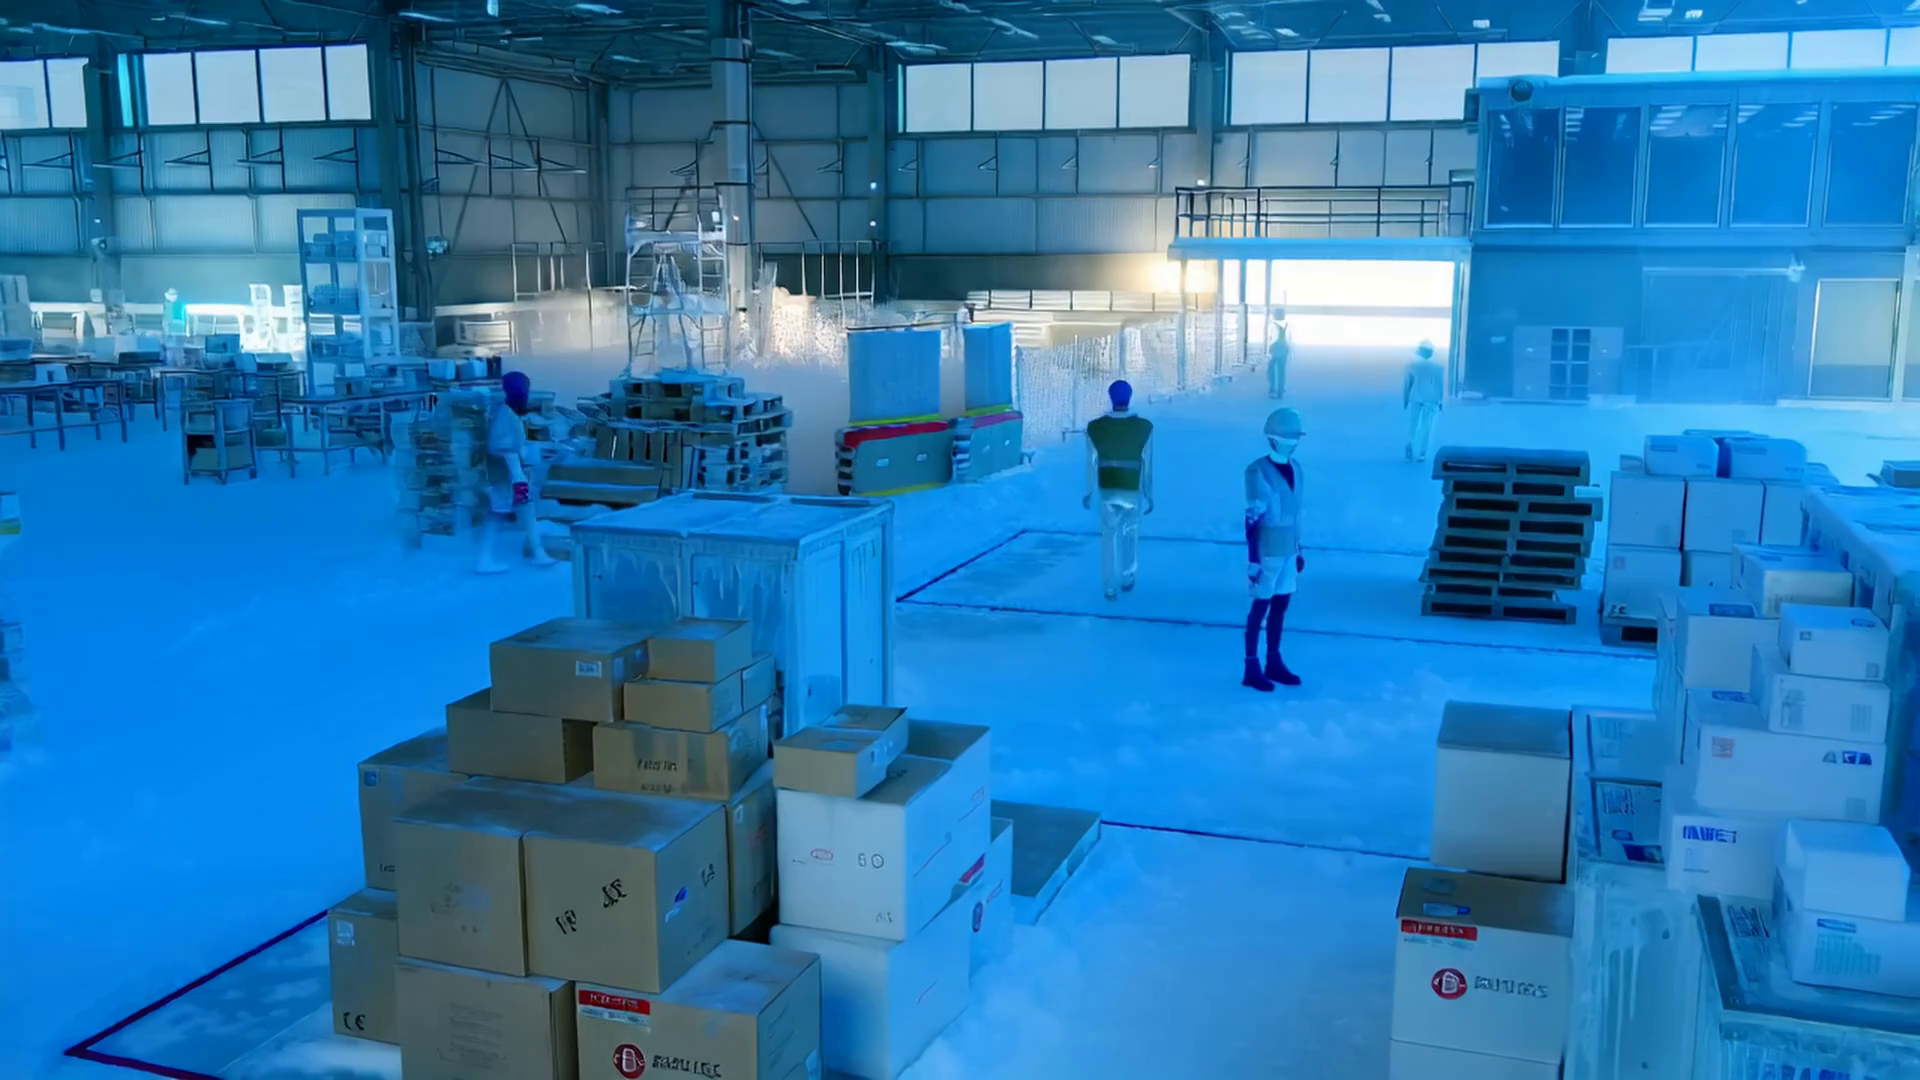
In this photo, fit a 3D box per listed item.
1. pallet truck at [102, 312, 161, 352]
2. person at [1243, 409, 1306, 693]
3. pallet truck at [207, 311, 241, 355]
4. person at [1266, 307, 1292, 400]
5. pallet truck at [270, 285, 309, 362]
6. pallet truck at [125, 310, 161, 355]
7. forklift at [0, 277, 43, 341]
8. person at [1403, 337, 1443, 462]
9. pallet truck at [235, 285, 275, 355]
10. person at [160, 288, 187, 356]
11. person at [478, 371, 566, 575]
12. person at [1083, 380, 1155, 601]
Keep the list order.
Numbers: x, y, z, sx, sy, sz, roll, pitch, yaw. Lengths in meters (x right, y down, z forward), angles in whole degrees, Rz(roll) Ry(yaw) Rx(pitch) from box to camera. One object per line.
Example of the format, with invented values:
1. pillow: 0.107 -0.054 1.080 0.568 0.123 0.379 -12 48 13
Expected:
1. pallet truck: -23.057 -5.777 46.261 0.680 1.201 1.601 3 11 19
2. person: 2.176 0.067 11.355 0.552 1.935 0.370 -9 13 -40
3. pallet truck: -19.537 -5.575 44.913 0.653 1.274 1.630 3 11 19
4. person: 6.262 -3.666 32.682 0.515 1.825 0.424 -2 10 -14
5. pallet truck: -17.147 -5.700 43.663 0.823 1.965 1.885 3 11 17
6. pallet truck: -22.038 -5.665 45.457 0.704 1.261 1.522 3 11 17
7. forklift: -27.151 -6.329 46.328 1.157 1.987 2.680 3 11 17
8. person: 6.465 -1.951 23.232 0.533 1.752 0.406 5 11 27
9. pallet truck: -18.327 -5.835 44.421 0.823 1.965 1.885 4 11 23
10. person: -18.510 -4.916 39.150 0.406 2.034 0.608 7 12 34
11. person: -4.061 -0.606 15.247 0.846 1.901 0.674 0 10 -3
12. person: 1.364 -0.425 14.296 0.611 1.890 0.828 1 10 6
